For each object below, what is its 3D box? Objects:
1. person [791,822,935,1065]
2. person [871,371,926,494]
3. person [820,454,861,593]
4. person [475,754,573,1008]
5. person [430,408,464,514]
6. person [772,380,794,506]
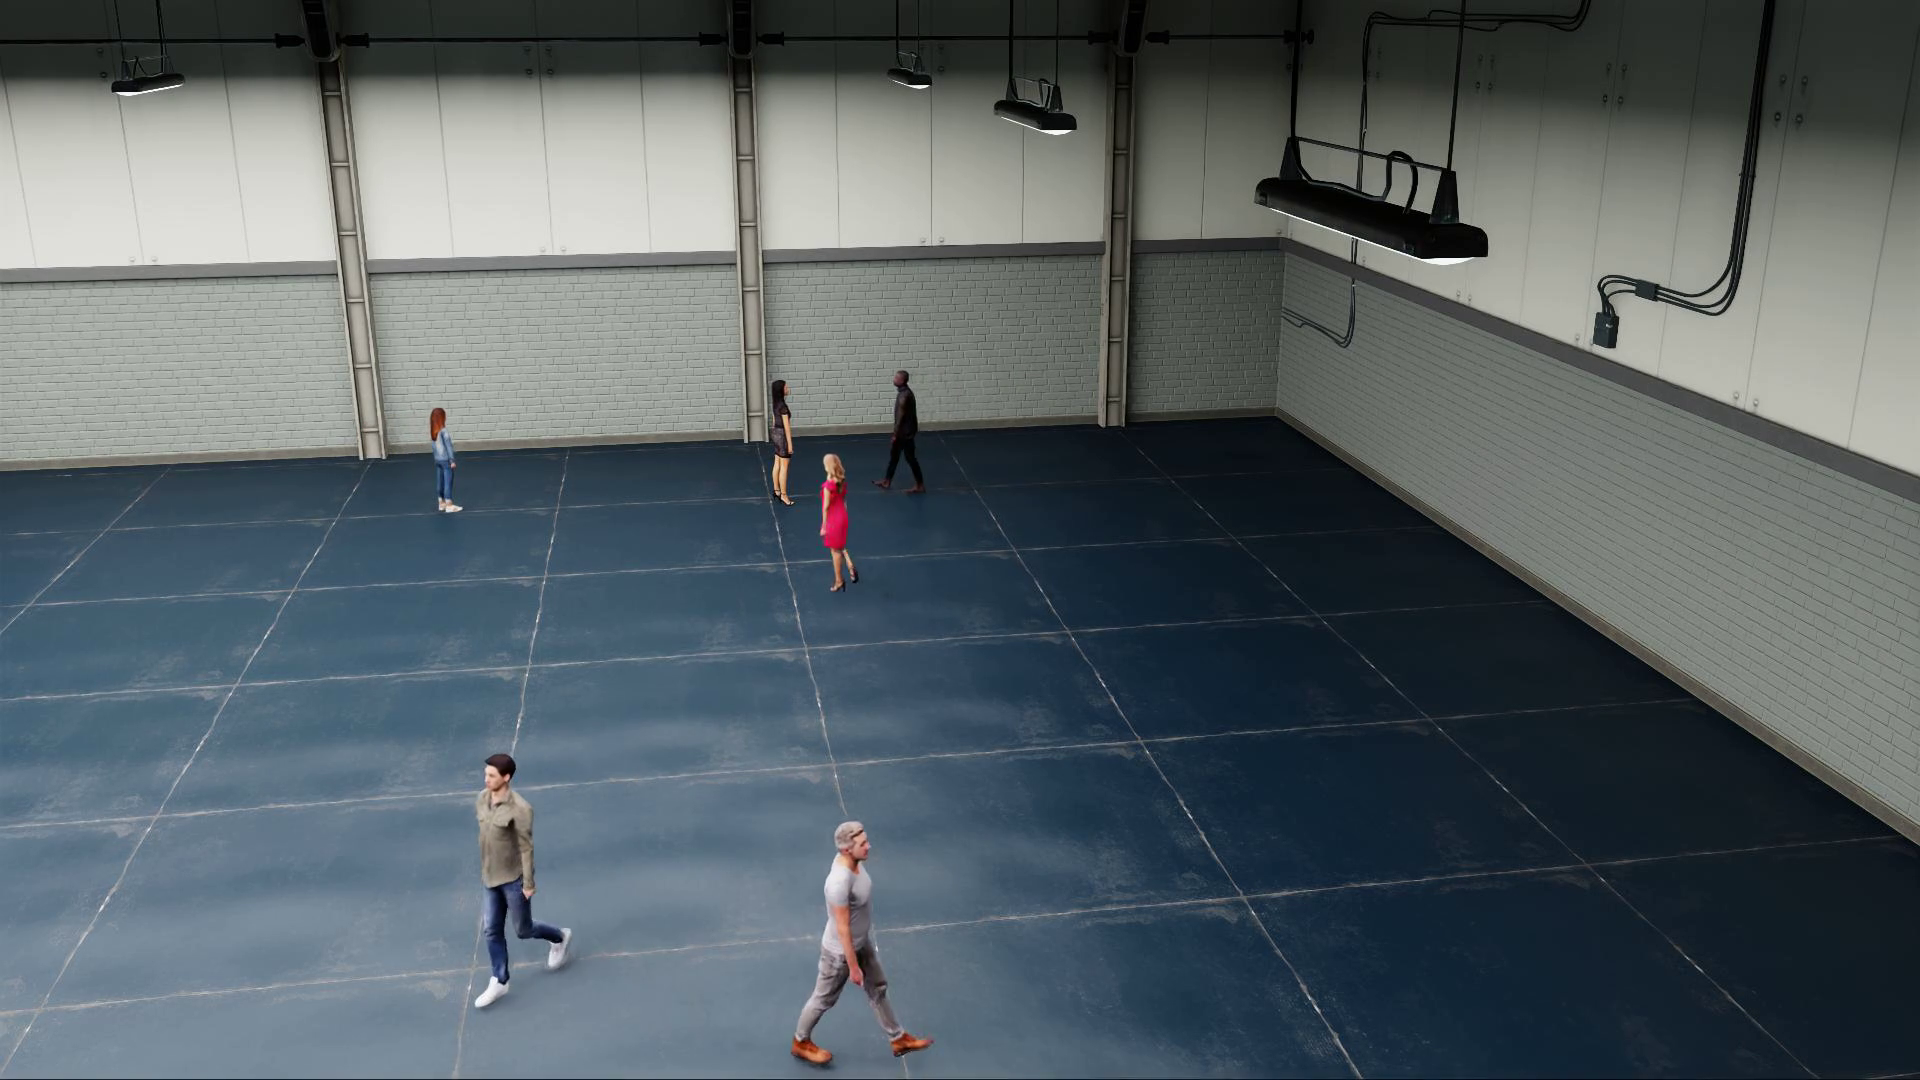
[{"bbox_3d":[-0.848,2.706,11.027,1.299,1.772,0.991,3,18,9],"label":"person"},{"bbox_3d":[-0.697,-1.537,24.006,1.066,1.803,0.825,0,18,-1],"label":"person"},{"bbox_3d":[-1.413,-0.188,19.998,0.841,1.719,0.765,8,20,23],"label":"person"},{"bbox_3d":[-3.171,2.377,11.924,1.136,1.843,1.185,12,21,32],"label":"person"},{"bbox_3d":[-7.228,-1.124,23.266,0.642,1.476,0.679,15,23,39],"label":"person"},{"bbox_3d":[-2.528,-1.393,23.582,0.591,1.791,0.654,-9,20,-25],"label":"person"}]
